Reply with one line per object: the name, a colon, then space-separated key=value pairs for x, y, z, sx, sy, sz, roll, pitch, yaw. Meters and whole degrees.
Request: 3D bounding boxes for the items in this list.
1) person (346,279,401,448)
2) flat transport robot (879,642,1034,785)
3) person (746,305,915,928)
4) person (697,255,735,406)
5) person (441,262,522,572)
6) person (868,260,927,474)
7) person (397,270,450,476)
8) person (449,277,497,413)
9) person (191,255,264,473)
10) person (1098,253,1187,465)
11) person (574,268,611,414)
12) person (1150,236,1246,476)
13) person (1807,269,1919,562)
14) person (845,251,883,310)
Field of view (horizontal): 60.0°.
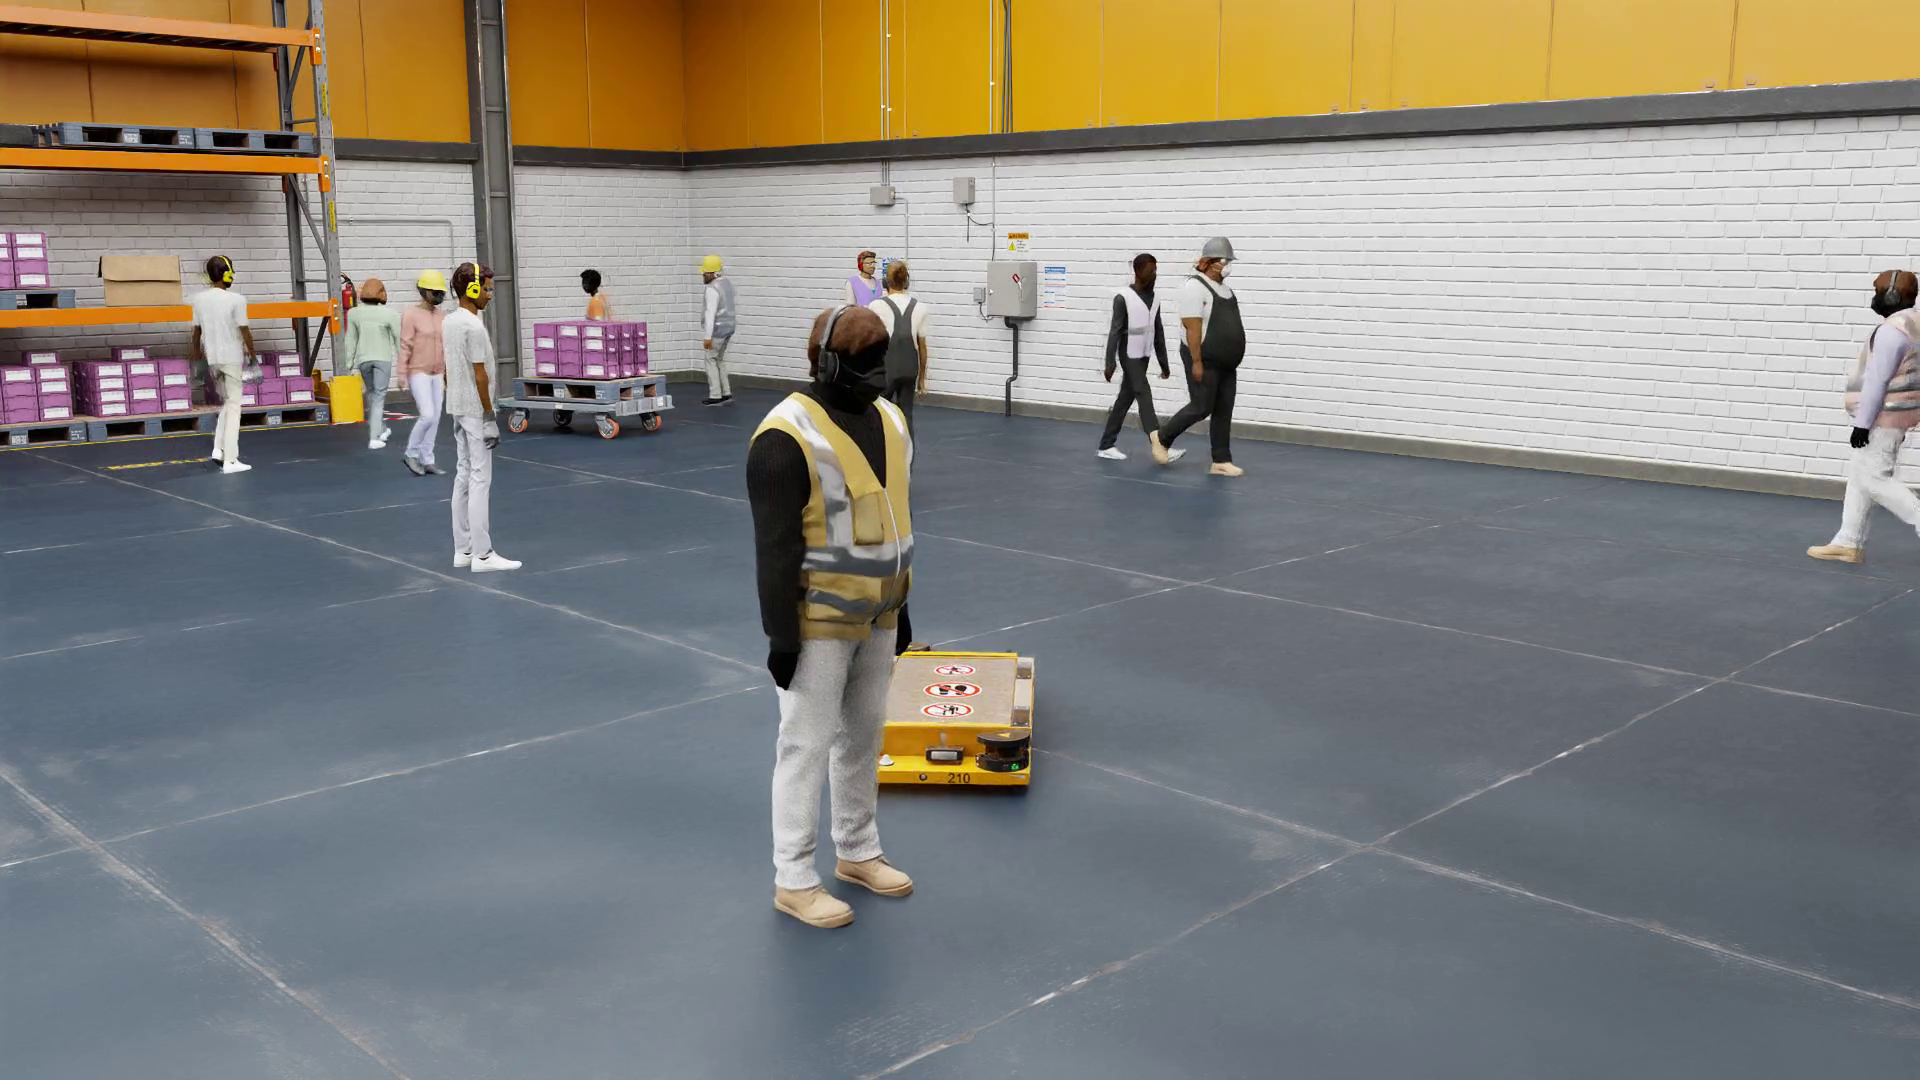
person: x=-5.584 y=-1.709 z=16.042 sx=0.532 sy=1.594 sz=0.799 roll=1 pitch=10 yaw=4
flat transport robot: x=-0.035 y=0.673 z=6.700 sx=0.652 sy=0.197 sz=1.431 roll=0 pitch=11 yaw=3
person: x=-0.351 y=0.228 z=4.909 sx=0.436 sy=1.829 sz=0.626 roll=7 pitch=12 yaw=33
person: x=-2.873 y=-2.459 z=19.627 sx=0.420 sy=1.790 sz=0.633 roll=3 pitch=11 yaw=13
person: x=-2.931 y=-0.739 z=10.062 sx=0.327 sy=1.865 sz=0.518 roll=-9 pitch=13 yaw=-39
person: x=-0.512 y=-1.282 z=13.115 sx=0.536 sy=1.826 sz=0.431 roll=-5 pitch=11 yaw=-24
person: x=-4.453 y=-1.380 z=13.894 sx=0.481 sy=1.736 sz=0.556 roll=5 pitch=12 yaw=27
person: x=-5.212 y=-2.026 z=17.742 sx=0.379 sy=1.609 sz=0.527 roll=-7 pitch=13 yaw=-34
person: x=-6.266 y=-1.497 z=14.240 sx=0.527 sy=1.853 sz=0.446 roll=3 pitch=11 yaw=18
person: x=1.628 y=-1.610 z=14.824 sx=1.013 sy=1.852 sz=0.610 roll=8 pitch=13 yaw=39
person: x=-3.990 y=-2.246 z=18.829 sx=0.751 sy=1.657 sz=0.567 roll=-2 pitch=11 yaw=-12
person: x=2.053 y=-1.555 z=14.025 sx=0.745 sy=2.000 sz=0.681 roll=9 pitch=14 yaw=40
person: x=5.657 y=-0.721 z=10.073 sx=0.782 sy=1.823 sz=0.627 roll=8 pitch=13 yaw=37
person: x=-1.074 y=-2.333 z=18.793 sx=0.389 sy=1.847 sz=0.563 roll=8 pitch=13 yaw=36
